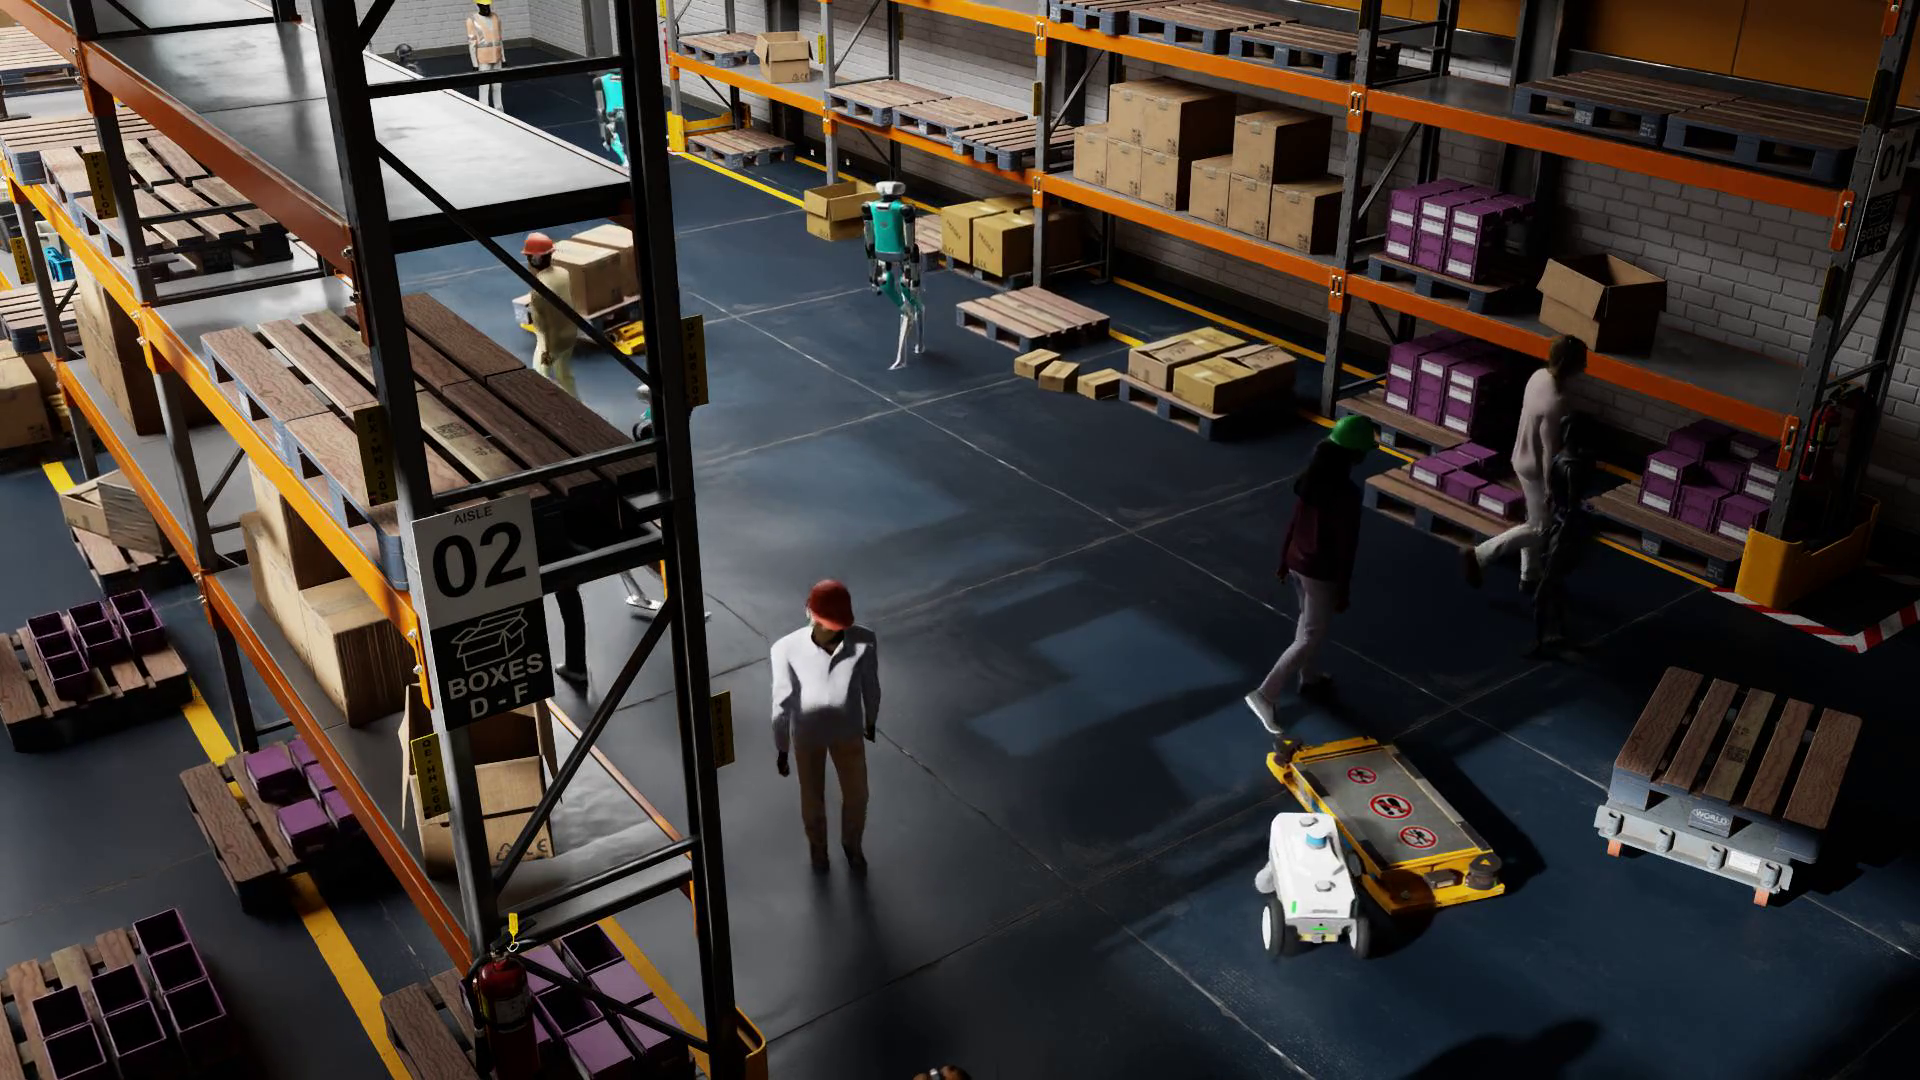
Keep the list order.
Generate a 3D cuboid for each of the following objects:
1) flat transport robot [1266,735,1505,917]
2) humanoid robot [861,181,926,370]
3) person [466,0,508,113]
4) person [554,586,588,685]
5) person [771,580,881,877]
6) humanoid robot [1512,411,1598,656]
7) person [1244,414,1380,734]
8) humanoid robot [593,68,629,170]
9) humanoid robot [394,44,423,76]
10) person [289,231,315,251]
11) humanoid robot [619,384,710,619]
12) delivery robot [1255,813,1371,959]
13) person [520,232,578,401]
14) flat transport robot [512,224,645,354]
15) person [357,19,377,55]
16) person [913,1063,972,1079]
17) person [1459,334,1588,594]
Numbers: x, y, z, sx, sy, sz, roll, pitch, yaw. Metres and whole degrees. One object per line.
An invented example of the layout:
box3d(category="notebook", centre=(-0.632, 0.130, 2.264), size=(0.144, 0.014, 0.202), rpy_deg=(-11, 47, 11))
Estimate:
box3d(category="flat transport robot", centre=(2.277, 1.489, 9.026), size=(0.659, 0.231, 1.431), rpy_deg=(-8, 28, -15))
box3d(category="humanoid robot", centre=(-0.493, -2.453, 15.319), size=(0.564, 1.843, 0.804), rpy_deg=(12, 29, 23))
box3d(category="person", centre=(-6.747, -6.904, 23.876), size=(0.378, 1.924, 0.592), rpy_deg=(18, 32, 32))
box3d(category="person", centre=(-2.654, -0.020, 10.320), size=(0.532, 1.796, 0.944), rpy_deg=(-23, 35, -38))
box3d(category="person", centre=(-0.666, 0.972, 8.422), size=(0.578, 1.730, 0.512), rpy_deg=(-6, 27, -12))
box3d(category="humanoid robot", centre=(3.798, -0.035, 10.497), size=(0.496, 1.648, 0.584), rpy_deg=(6, 27, 12))
box3d(category="person", centre=(2.032, 0.183, 9.810), size=(0.806, 1.909, 0.526), rpy_deg=(-15, 30, -27))
box3d(category="humanoid robot", centre=(-4.023, -4.822, 19.957), size=(0.532, 1.722, 1.026), rpy_deg=(-11, 29, -20))
box3d(category="humanoid robot", centre=(-6.991, -5.601, 21.578), size=(0.460, 1.637, 0.611), rpy_deg=(-5, 27, -10))
box3d(category="person", centre=(-6.090, -2.518, 15.486), size=(0.276, 1.628, 0.502), rpy_deg=(2, 27, 4))
box3d(category="humanoid robot", centre=(-2.107, -0.246, 10.842), size=(0.809, 1.769, 0.550), rpy_deg=(12, 29, 22))
box3d(category="delivery robot", centre=(1.744, 1.720, 8.269), size=(0.518, 0.613, 0.785), rpy_deg=(1, 27, 2))
box3d(category="person", centre=(-3.356, -1.670, 13.669), size=(0.408, 1.736, 0.562), rpy_deg=(8, 28, 15))
box3d(category="flat transport robot", centre=(-3.521, -2.100, 16.165), size=(1.431, 0.231, 0.659), rpy_deg=(15, 31, 28))
box3d(category="person", centre=(-8.141, -6.220, 22.723), size=(0.495, 1.739, 0.704), rpy_deg=(9, 28, 18))
box3d(category="person", centre=(-0.044, 2.424, 5.423), size=(0.430, 1.837, 0.620), rpy_deg=(-15, 30, -27))
box3d(category="person", centre=(3.798, -0.468, 11.083), size=(0.683, 1.916, 0.653), rpy_deg=(4, 27, 7))
